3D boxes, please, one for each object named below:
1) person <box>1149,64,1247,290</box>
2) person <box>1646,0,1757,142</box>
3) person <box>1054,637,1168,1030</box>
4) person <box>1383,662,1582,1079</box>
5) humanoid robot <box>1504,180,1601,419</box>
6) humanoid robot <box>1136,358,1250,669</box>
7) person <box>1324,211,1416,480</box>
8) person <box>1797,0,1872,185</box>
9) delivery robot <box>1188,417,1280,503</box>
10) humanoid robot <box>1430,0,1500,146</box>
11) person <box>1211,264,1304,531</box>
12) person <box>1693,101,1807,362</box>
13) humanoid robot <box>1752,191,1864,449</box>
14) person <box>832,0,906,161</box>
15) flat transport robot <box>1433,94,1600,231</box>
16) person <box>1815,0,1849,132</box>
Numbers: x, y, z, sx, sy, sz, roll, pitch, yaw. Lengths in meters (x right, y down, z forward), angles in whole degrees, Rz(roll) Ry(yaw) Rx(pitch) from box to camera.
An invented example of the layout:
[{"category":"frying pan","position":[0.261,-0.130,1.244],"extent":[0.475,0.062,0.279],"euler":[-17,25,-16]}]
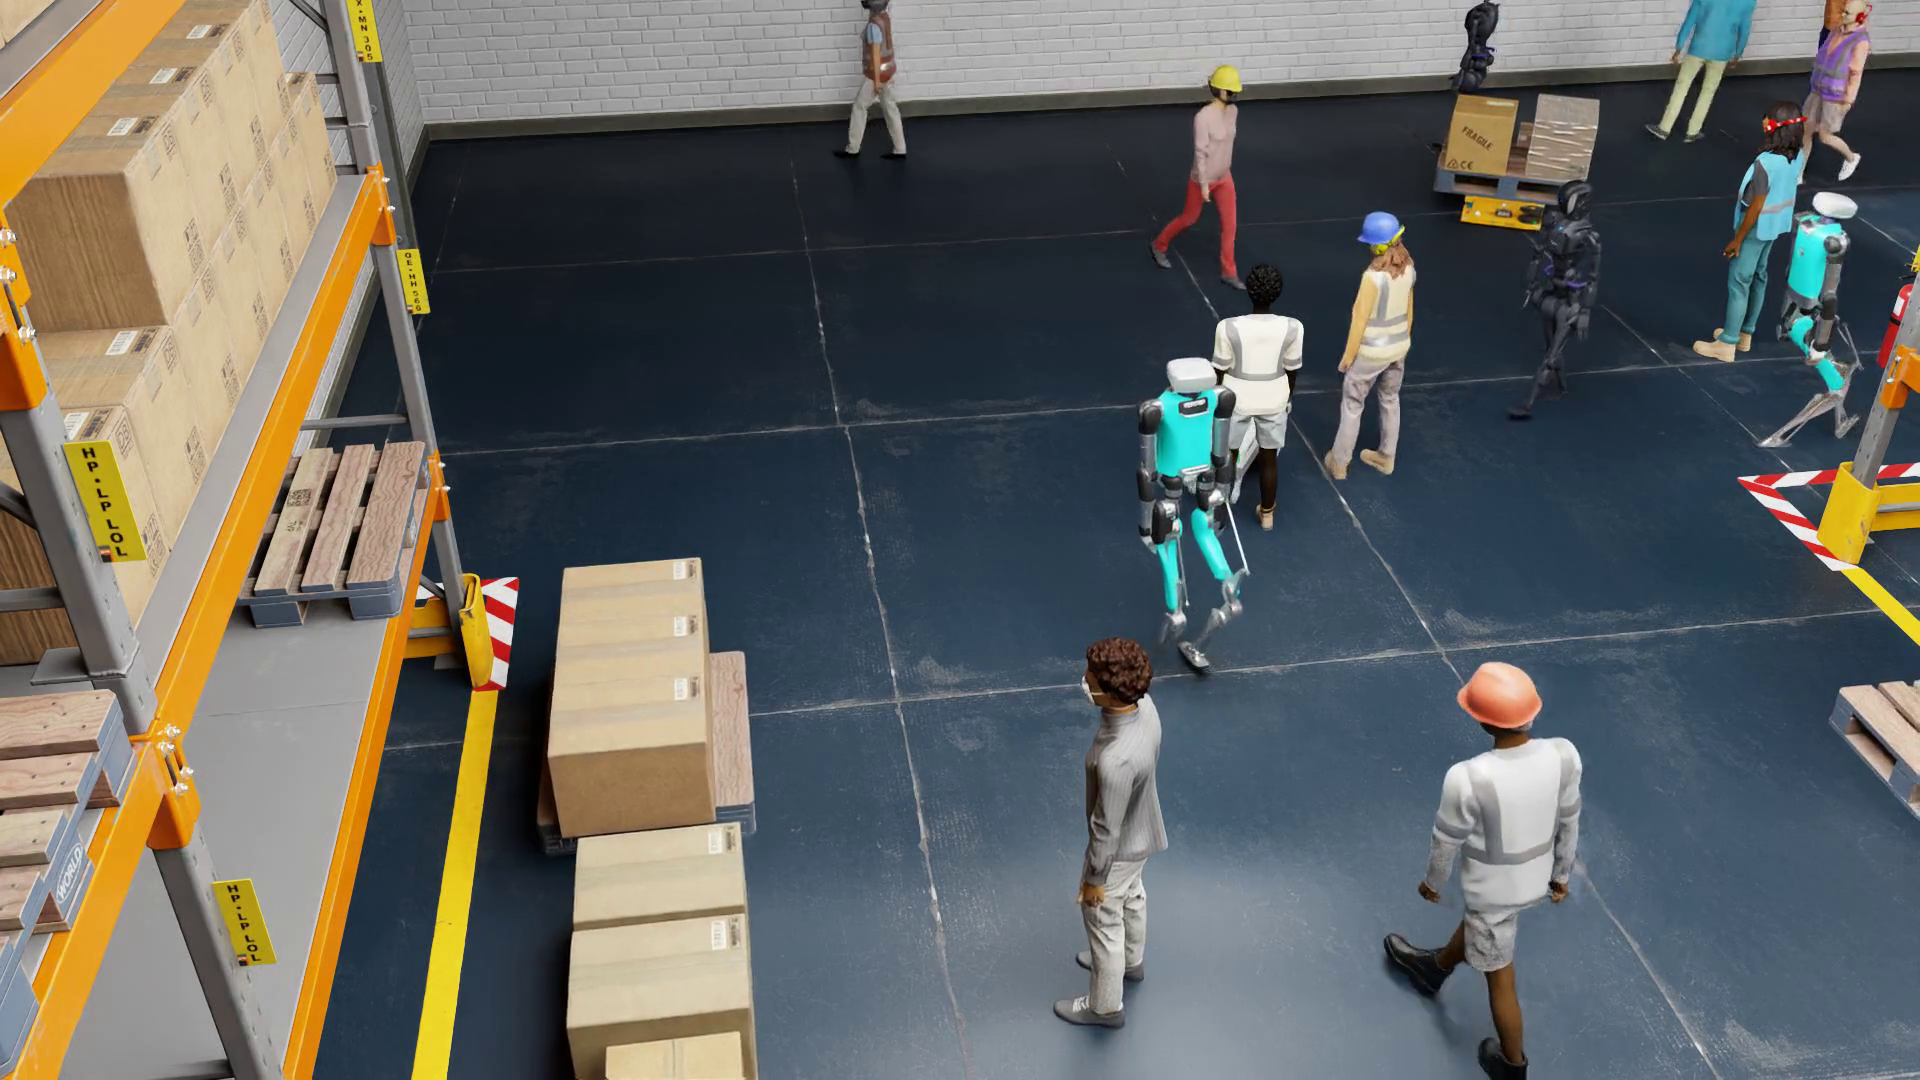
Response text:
[{"category":"person","position":[1.898,-2.838,12.865],"extent":[0.515,1.735,0.859],"euler":[-26,41,-34]},{"category":"person","position":[6.997,-4.591,15.571],"extent":[0.662,1.705,0.433],"euler":[14,36,21]},{"category":"person","position":[0.628,1.176,6.570],"extent":[0.396,1.891,0.544],"euler":[11,35,17]},{"category":"person","position":[2.047,1.263,6.438],"extent":[0.566,1.879,0.917],"euler":[-15,36,-21]},{"category":"humanoid robot","position":[3.960,-1.609,11.059],"extent":[0.741,1.623,0.609],"euler":[-15,36,-22]},{"category":"humanoid robot","position":[1.233,0.004,8.538],"extent":[0.540,1.816,0.746],"euler":[-12,35,-18]},{"category":"person","position":[2.575,-1.188,10.309],"extent":[0.540,1.754,0.403],"euler":[-21,39,-29]},{"category":"person","position":[7.657,-3.882,14.515],"extent":[0.624,1.675,0.493],"euler":[-7,34,-10]},{"category":"delivery robot","position":[1.729,-0.630,10.574],"extent":[0.499,0.614,0.812],"euler":[15,36,21]},{"category":"humanoid robot","position":[4.687,-4.306,15.192],"extent":[0.582,1.662,0.612],"euler":[18,37,25]},{"category":"person","position":[1.724,-0.816,9.803],"extent":[0.531,1.690,0.321],"euler":[-1,33,-1]},{"category":"person","position":[5.602,-2.154,11.691],"extent":[0.527,1.865,0.382],"euler":[-23,40,-31]},{"category":"humanoid robot","position":[5.636,-1.347,10.602],"extent":[0.927,1.807,0.547],"euler":[-2,33,-3]},{"category":"person","position":[-0.847,-4.245,15.083],"extent":[0.782,1.655,0.449],"euler":[7,34,11]},{"category":"flat transport robot","position":[4.791,-3.072,14.560],"extent":[0.659,0.231,1.431],"euler":[11,35,16]},{"category":"person","position":[8.299,-4.873,15.754],"extent":[0.373,1.985,0.507],"euler":[8,34,12]}]
